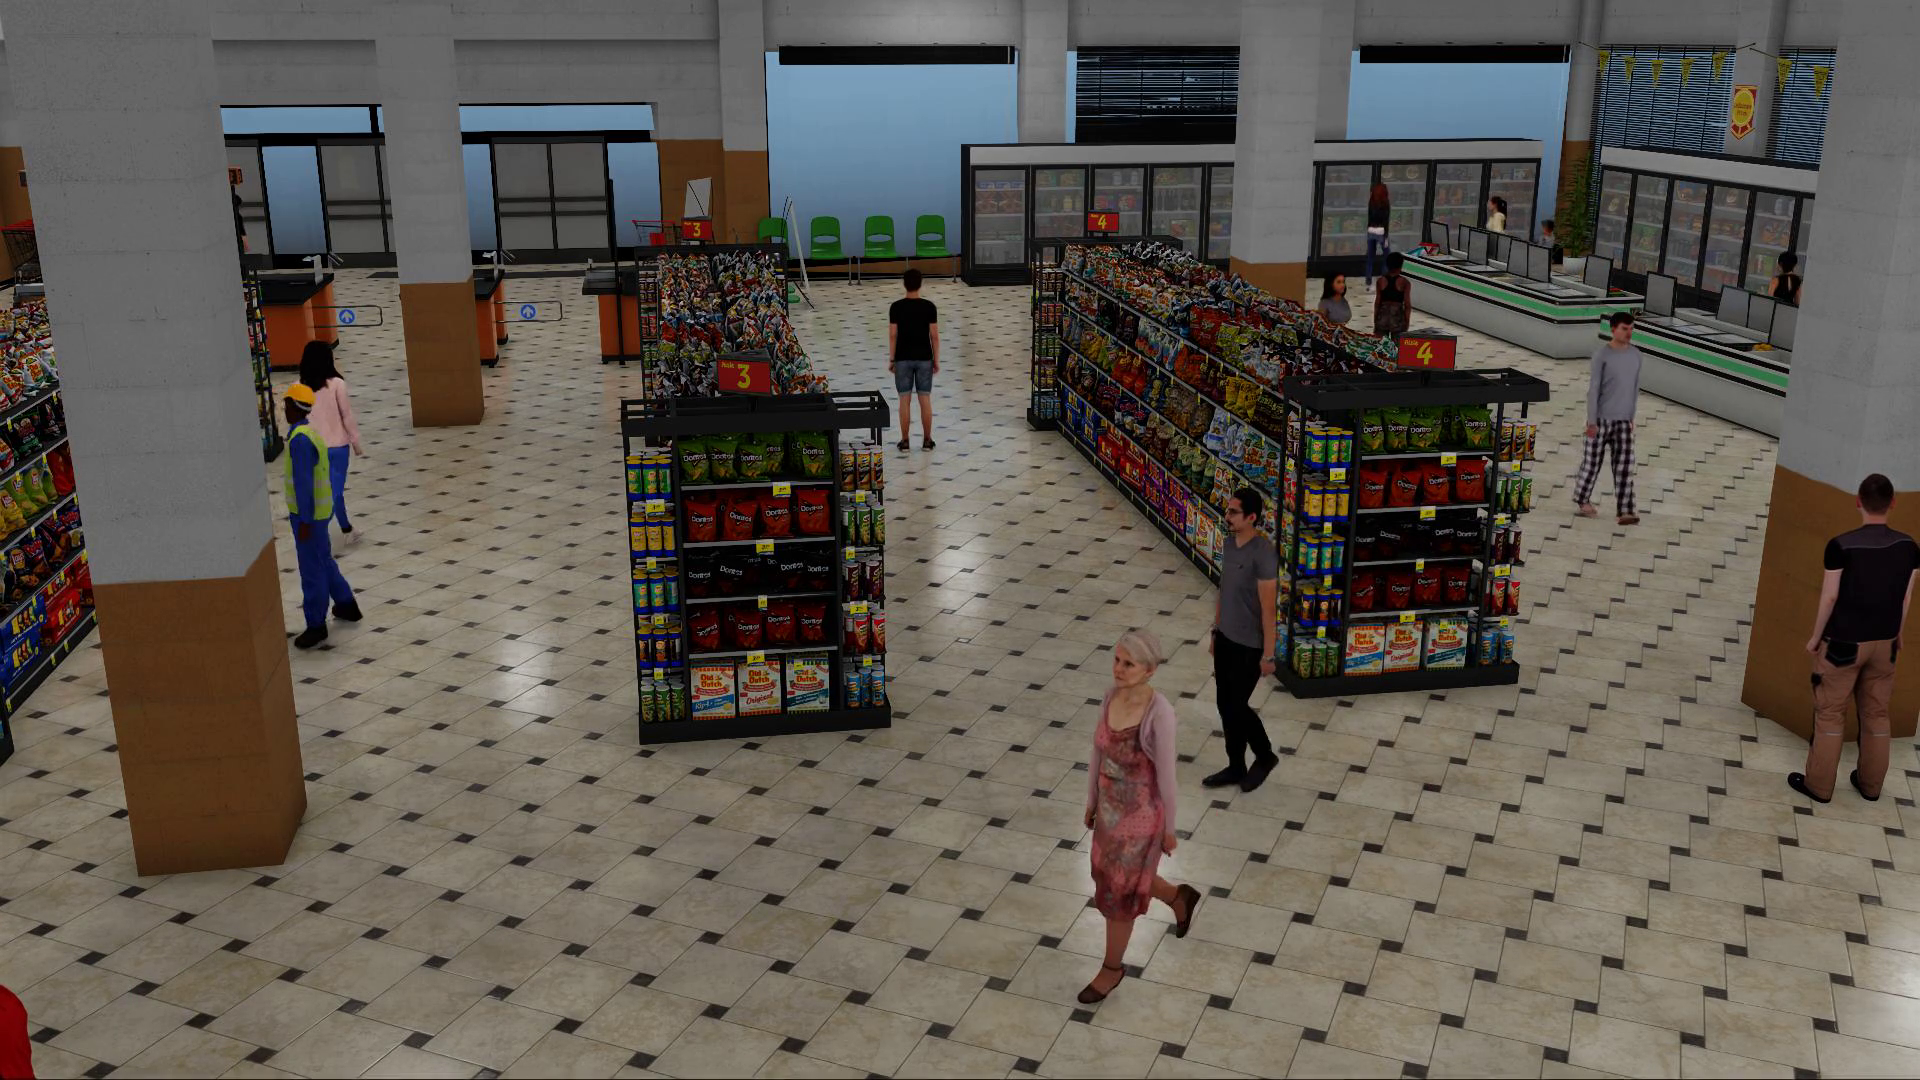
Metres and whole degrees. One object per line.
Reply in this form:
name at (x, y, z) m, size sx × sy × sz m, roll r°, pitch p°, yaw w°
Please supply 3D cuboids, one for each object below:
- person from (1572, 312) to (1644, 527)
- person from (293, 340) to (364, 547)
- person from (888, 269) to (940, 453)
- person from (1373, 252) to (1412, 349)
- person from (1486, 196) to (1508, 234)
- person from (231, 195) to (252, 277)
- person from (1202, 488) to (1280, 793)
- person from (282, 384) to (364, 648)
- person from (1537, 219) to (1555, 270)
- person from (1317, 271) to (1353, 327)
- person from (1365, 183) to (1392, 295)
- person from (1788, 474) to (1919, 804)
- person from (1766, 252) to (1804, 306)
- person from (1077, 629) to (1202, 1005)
person at (5.555, -1.046, 14.340) m, size 0.709 × 1.803 × 1.165 m, roll -2°, pitch 17°, yaw -5°
person at (-5.080, -0.687, 13.275) m, size 0.950 × 1.736 × 1.237 m, roll 4°, pitch 17°, yaw 12°
person at (-0.471, -1.815, 16.799) m, size 0.685 × 1.846 × 0.569 m, roll -1°, pitch 17°, yaw -5°
person at (4.995, -2.496, 19.297) m, size 0.656 × 1.699 × 0.690 m, roll 8°, pitch 19°, yaw 25°
person at (8.598, -4.656, 26.551) m, size 0.897 × 1.616 × 0.846 m, roll 5°, pitch 18°, yaw 16°
person at (-11.788, -4.773, 26.958) m, size 0.759 × 1.604 × 0.721 m, roll 0°, pitch 17°, yaw 1°
person at (1.633, 0.557, 9.165) m, size 0.775 × 1.742 × 0.668 m, roll -7°, pitch 18°, yaw -22°
person at (-4.497, -0.162, 11.476) m, size 0.935 × 1.775 × 0.737 m, roll -12°, pitch 21°, yaw -34°
person at (8.945, -4.258, 25.528) m, size 0.652 × 1.449 × 0.610 m, roll -6°, pitch 18°, yaw -19°
person at (3.760, -1.897, 17.267) m, size 0.848 × 1.731 × 1.174 m, roll -9°, pitch 19°, yaw -27°
person at (6.723, -4.878, 27.007) m, size 0.900 × 1.776 × 0.891 m, roll -14°, pitch 22°, yaw -39°
person at (4.896, 0.537, 9.063) m, size 0.705 × 1.840 × 0.618 m, roll -1°, pitch 17°, yaw -3°
person at (9.871, -2.610, 19.879) m, size 0.637 × 1.577 × 0.850 m, roll -4°, pitch 17°, yaw -14°
person at (0.796, 1.175, 7.259) m, size 0.902 × 1.668 × 0.999 m, roll -13°, pitch 21°, yaw -36°
